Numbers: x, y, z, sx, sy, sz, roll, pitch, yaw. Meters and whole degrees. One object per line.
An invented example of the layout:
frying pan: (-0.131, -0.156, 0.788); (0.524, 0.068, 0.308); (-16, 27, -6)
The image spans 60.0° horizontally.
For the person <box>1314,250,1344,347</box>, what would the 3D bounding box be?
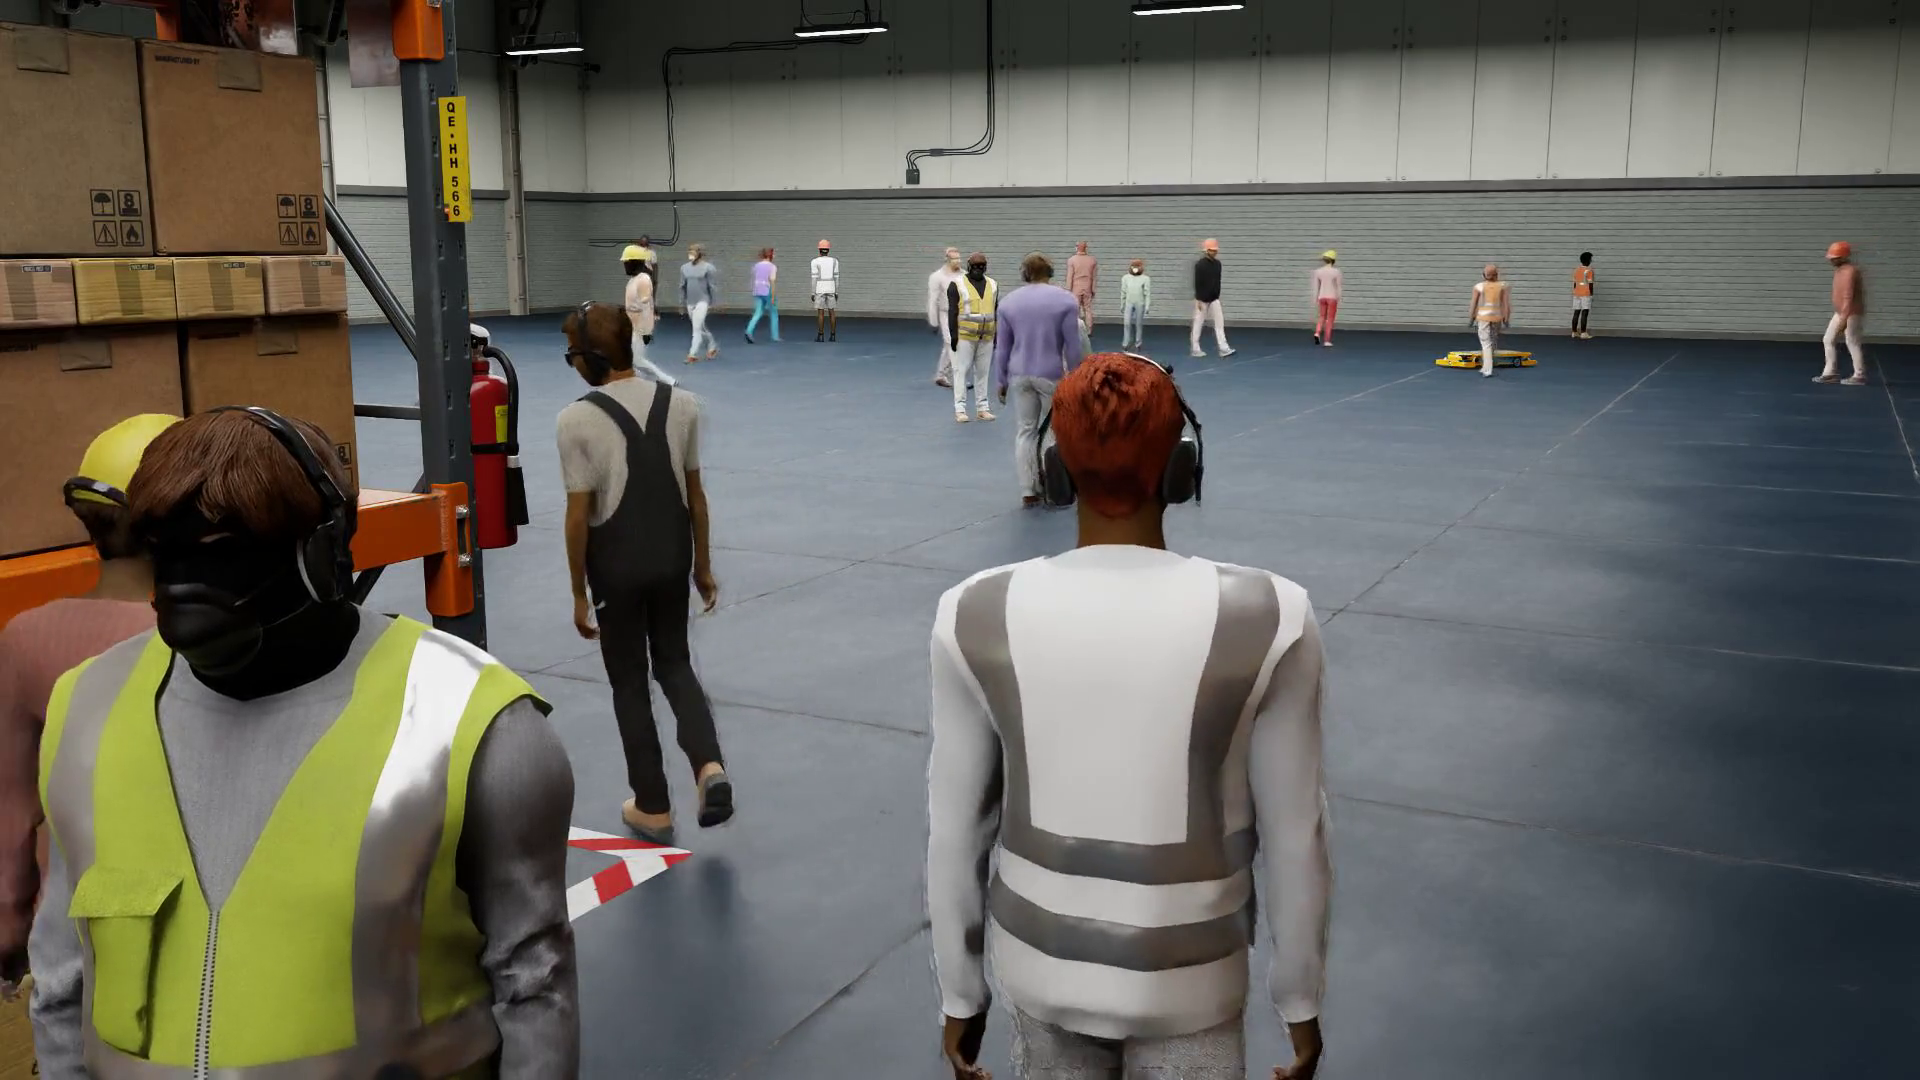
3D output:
person: (6.723, -4.389, 30.270); (0.530, 1.755, 0.363); (9, 14, 41)

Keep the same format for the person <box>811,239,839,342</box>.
person: (-2.575, -4.733, 31.633); (0.552, 1.937, 0.356); (-5, 11, -24)

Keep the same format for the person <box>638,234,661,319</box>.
person: (-7.538, -6.337, 40.101); (0.684, 2.000, 0.538); (4, 11, 22)

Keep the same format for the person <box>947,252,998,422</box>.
person: (0.167, -2.207, 18.142); (0.621, 1.837, 0.429); (-5, 12, -27)

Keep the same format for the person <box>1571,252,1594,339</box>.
person: (12.214, -4.785, 32.570); (0.318, 1.699, 0.534); (-4, 11, -19)

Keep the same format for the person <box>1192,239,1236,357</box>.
person: (4.179, -3.988, 27.504); (0.658, 1.949, 0.954); (-7, 13, -34)

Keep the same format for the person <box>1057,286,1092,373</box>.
person: (0.872, -1.310, 13.898); (0.517, 1.601, 0.744); (7, 13, 34)

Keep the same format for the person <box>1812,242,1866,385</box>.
person: (11.964, -3.053, 22.502); (0.772, 1.925, 0.643); (2, 11, 9)

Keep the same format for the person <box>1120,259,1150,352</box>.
person: (2.994, -4.013, 28.607); (0.520, 1.594, 0.785); (3, 11, 15)

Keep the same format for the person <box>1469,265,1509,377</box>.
person: (7.602, -3.138, 23.867); (0.519, 1.596, 0.781); (0, 10, -3)

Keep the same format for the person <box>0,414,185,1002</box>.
person: (-1.393, 0.640, 2.947); (0.515, 1.714, 0.936); (4, 11, 19)

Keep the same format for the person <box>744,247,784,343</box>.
person: (-3.701, -4.591, 31.243); (0.571, 1.817, 0.887); (8, 13, 37)

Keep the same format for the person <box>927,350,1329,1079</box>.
person: (0.229, 0.658, 2.443); (0.587, 1.866, 0.725); (3, 11, 17)

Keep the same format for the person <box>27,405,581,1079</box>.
person: (-0.763, 0.761, 1.940); (0.634, 1.841, 0.429); (1, 10, 4)

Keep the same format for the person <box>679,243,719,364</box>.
person: (-4.146, -3.781, 26.574); (0.643, 1.904, 0.971); (5, 12, 26)

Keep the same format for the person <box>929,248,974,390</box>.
person: (-0.072, -2.910, 21.924); (0.650, 1.858, 0.991); (-8, 13, -38)

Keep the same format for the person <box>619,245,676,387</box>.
person: (-3.755, -2.527, 19.680); (0.595, 1.909, 0.590); (-5, 11, -24)

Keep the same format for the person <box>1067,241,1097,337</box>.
person: (2.399, -4.996, 33.156); (0.652, 1.906, 0.403); (-4, 11, -22)

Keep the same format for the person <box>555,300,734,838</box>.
person: (-1.019, 0.130, 5.435); (0.554, 1.818, 0.519); (-7, 13, -35)

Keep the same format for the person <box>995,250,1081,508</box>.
person: (0.571, -1.191, 12.397); (0.656, 1.908, 0.458); (4, 11, 20)

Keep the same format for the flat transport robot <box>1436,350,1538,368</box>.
flat transport robot: (8.129, -2.801, 25.647); (1.431, 0.197, 0.652); (-5, 11, -23)

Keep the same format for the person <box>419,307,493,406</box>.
person: (-3.773, -1.071, 12.508); (0.516, 1.633, 0.296); (0, 10, -1)
